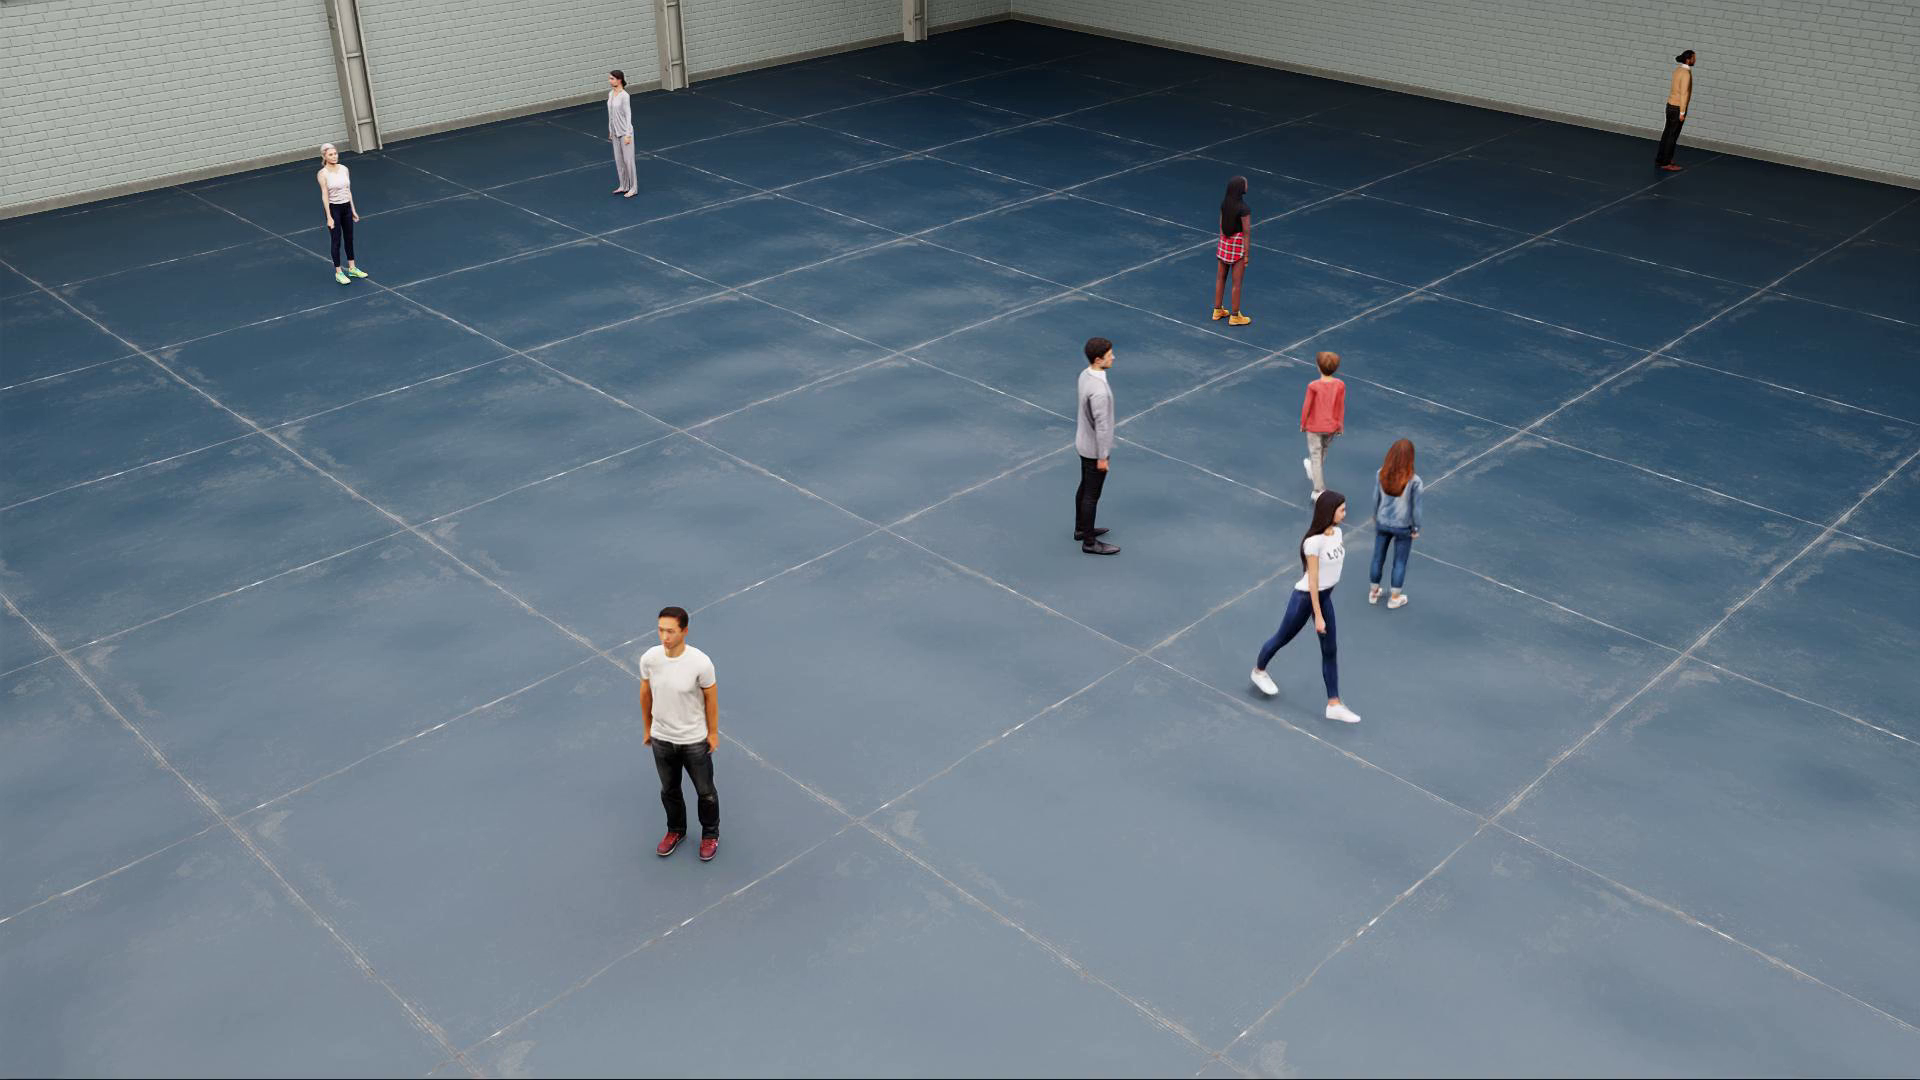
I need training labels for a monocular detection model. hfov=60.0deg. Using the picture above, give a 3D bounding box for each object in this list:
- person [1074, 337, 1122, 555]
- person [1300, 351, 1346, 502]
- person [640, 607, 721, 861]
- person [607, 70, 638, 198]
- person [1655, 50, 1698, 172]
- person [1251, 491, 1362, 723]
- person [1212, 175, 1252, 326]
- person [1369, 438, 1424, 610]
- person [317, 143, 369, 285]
[{"bbox_3d":[1.141,-0.824,14.204,0.862,1.922,0.833,-3,28,-6],"label":"person"},{"bbox_3d":[3.308,-1.001,15.112,0.944,1.381,0.929,-4,28,-8],"label":"person"},{"bbox_3d":[-1.753,1.208,10.513,0.717,1.804,0.734,4,28,8],"label":"person"},{"bbox_3d":[-4.821,-5.812,23.728,0.601,1.774,0.533,23,36,36],"label":"person"},{"bbox_3d":[10.774,-6.472,24.989,0.811,1.754,0.734,2,28,4],"label":"person"},{"bbox_3d":[2.447,0.454,12.023,1.107,1.716,0.732,-22,35,-36],"label":"person"},{"bbox_3d":[3.144,-3.341,19.137,0.628,1.728,0.641,-20,34,-32],"label":"person"},{"bbox_3d":[3.476,-0.134,13.382,0.602,1.476,0.565,19,33,31],"label":"person"},{"bbox_3d":[-7.647,-4.038,20.474,0.719,1.702,0.555,15,31,26],"label":"person"}]
